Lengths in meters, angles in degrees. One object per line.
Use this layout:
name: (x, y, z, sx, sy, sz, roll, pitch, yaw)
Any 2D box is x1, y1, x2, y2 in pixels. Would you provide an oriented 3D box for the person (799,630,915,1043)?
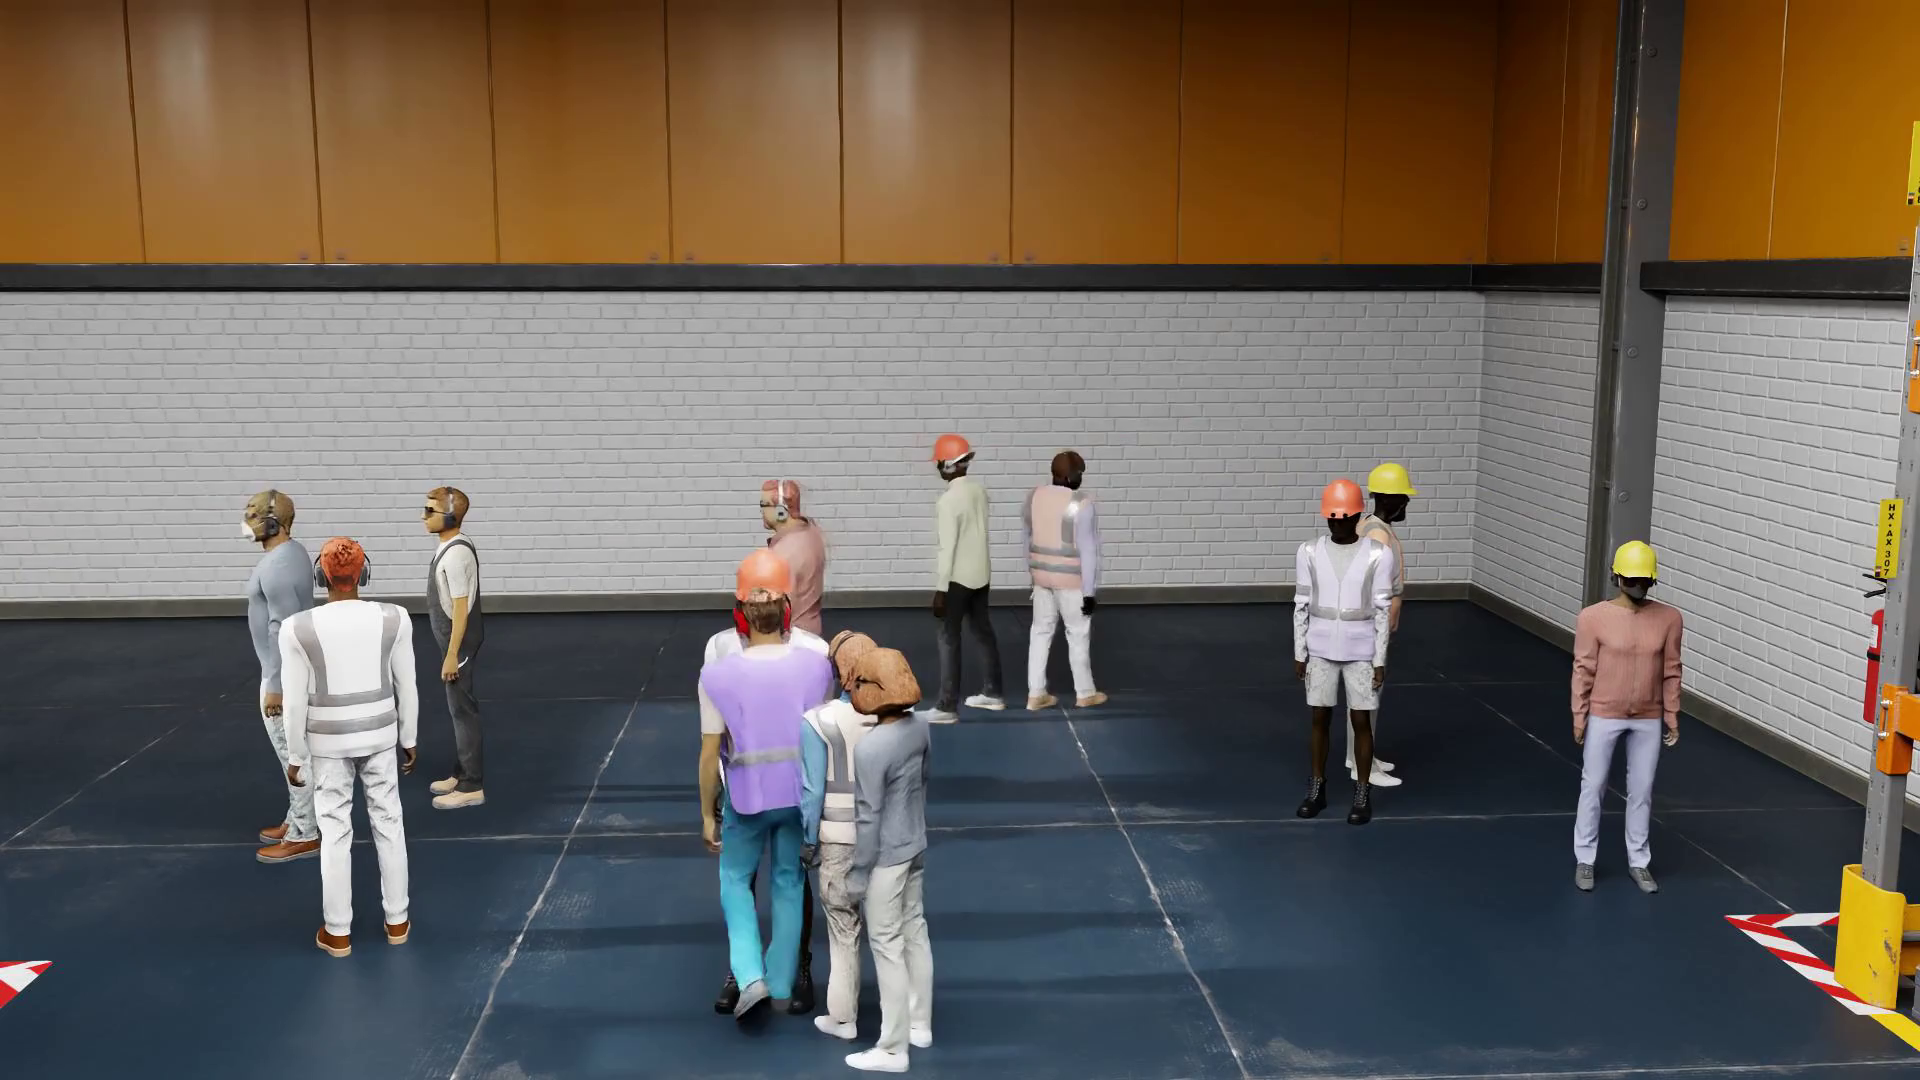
person: (-0.399, 1.172, 6.614, 0.522, 1.638, 0.310, -5, 11, -31)

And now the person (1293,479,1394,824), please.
person: (2.105, 0.615, 9.211, 0.541, 1.929, 0.380, 4, 10, 22)

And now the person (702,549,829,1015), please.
person: (-0.793, 0.996, 6.813, 0.553, 1.936, 0.383, 1, 9, 4)

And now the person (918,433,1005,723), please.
person: (-0.006, 0.251, 11.379, 0.409, 1.987, 0.630, 5, 10, 28)

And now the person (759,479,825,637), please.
person: (-0.972, 0.584, 9.518, 0.464, 1.887, 0.664, 1, 9, 9)

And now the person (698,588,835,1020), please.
person: (-0.771, 1.058, 6.737, 0.582, 1.828, 0.423, -3, 10, -19)

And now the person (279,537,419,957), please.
person: (-2.717, 0.918, 7.447, 0.580, 1.883, 0.352, -5, 11, -31)

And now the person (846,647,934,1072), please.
person: (-0.269, 1.214, 6.368, 0.264, 1.632, 0.506, 4, 10, 24)

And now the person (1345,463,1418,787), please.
person: (2.510, 0.494, 9.970, 0.387, 1.927, 0.589, 2, 9, 10)

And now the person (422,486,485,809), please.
person: (-2.899, 0.608, 9.513, 0.346, 1.847, 0.506, -3, 9, -17)

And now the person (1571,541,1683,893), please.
person: (3.264, 0.868, 8.154, 0.526, 1.761, 0.332, 0, 9, 1)

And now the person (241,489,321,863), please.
person: (-3.526, 0.697, 8.659, 0.372, 1.940, 0.631, -3, 9, -18)

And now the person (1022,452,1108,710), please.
person: (0.747, 0.289, 11.659, 0.634, 1.826, 0.621, 8, 12, 40)
